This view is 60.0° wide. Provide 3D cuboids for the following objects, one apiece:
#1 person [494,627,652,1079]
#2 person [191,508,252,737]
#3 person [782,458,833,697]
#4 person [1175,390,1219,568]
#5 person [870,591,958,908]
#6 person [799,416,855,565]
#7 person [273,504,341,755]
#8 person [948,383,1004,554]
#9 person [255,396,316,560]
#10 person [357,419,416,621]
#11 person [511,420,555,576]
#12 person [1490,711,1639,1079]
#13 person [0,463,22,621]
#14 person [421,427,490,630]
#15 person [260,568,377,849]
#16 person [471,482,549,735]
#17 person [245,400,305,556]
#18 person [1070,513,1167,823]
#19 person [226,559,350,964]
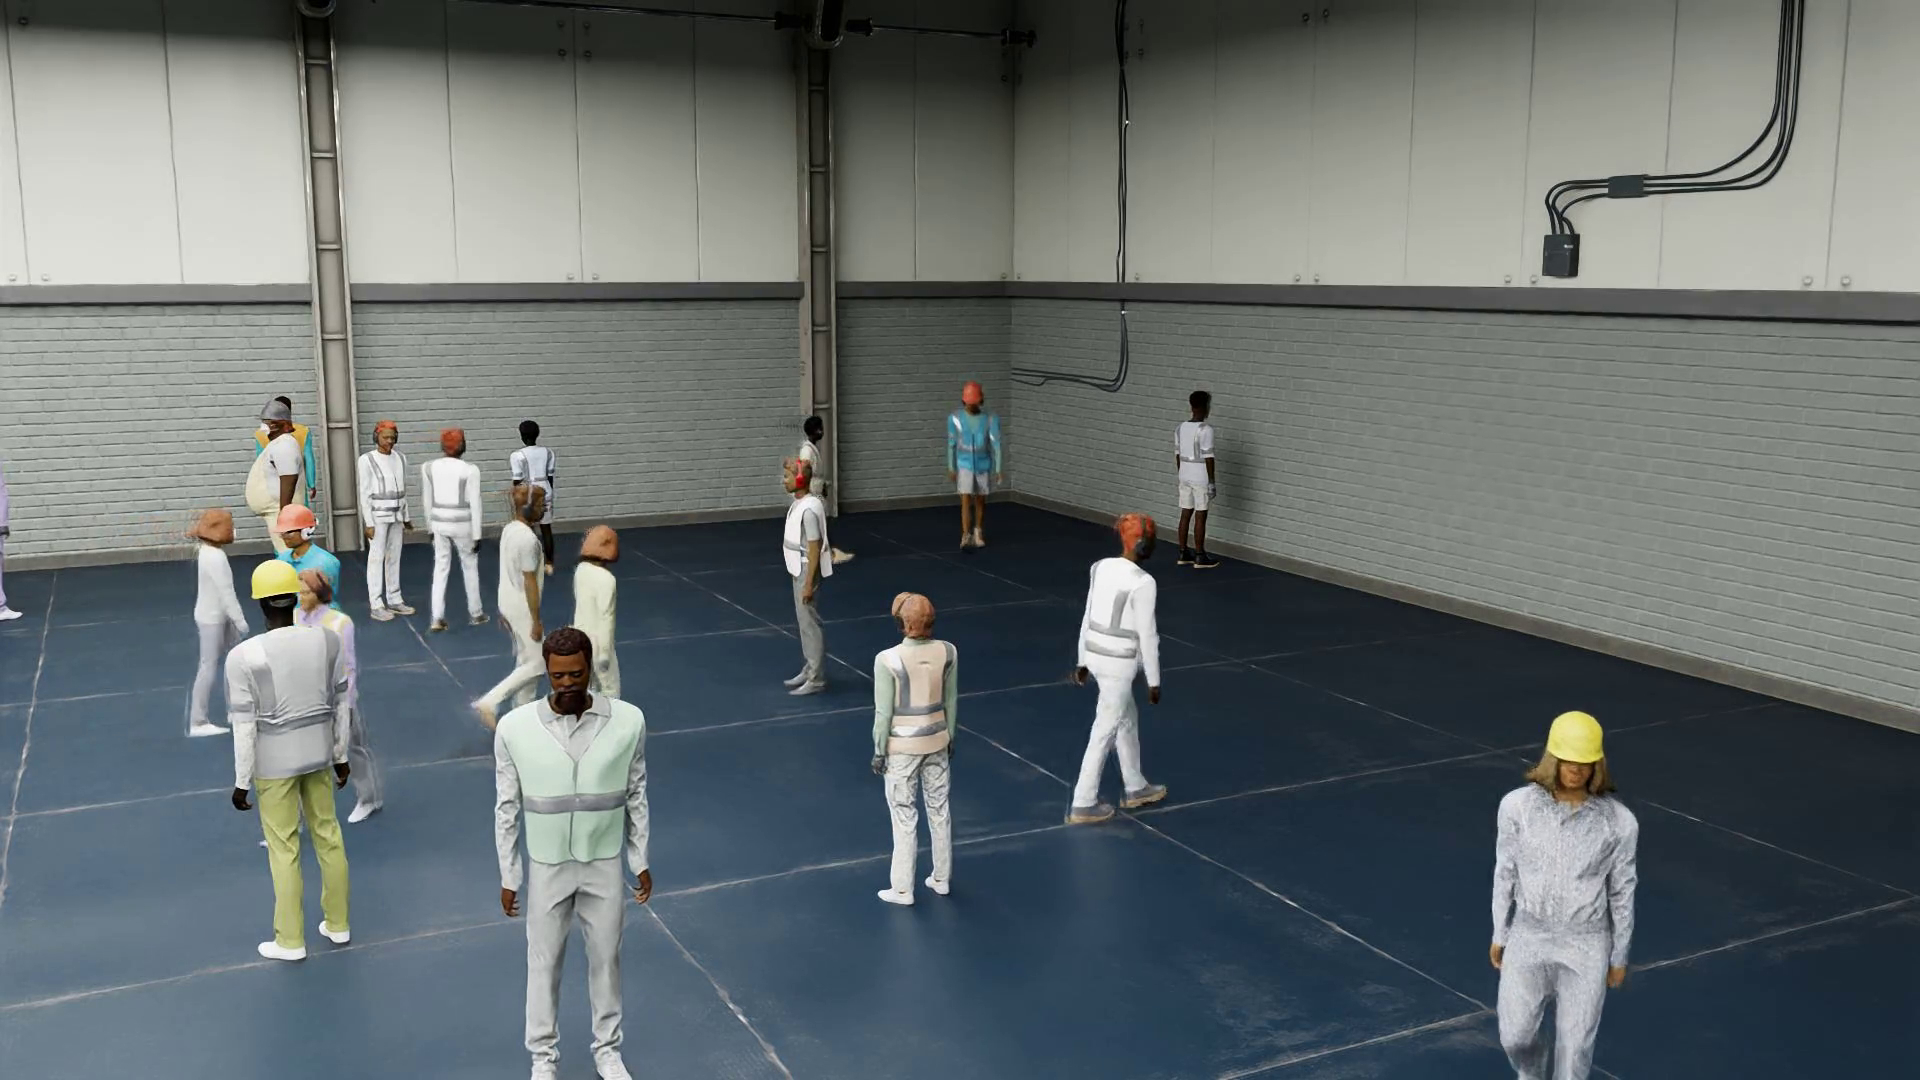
[{"bbox_3d":[-1.521,1.271,6.570,0.592,1.917,0.375,-3,10,-19],"label":"person"},{"bbox_3d":[-5.190,0.579,11.795,0.669,1.613,0.514,-5,10,-27],"label":"person"},{"bbox_3d":[-1.180,0.284,12.881,0.373,1.843,0.571,-2,9,-13],"label":"person"},{"bbox_3d":[2.628,-0.677,18.427,0.367,1.965,0.607,-6,11,-31],"label":"person"},{"bbox_3d":[-0.231,1.080,8.610,0.524,1.639,0.306,-7,11,-36],"label":"person"},{"bbox_3d":[-1.537,-0.542,18.498,0.820,1.656,0.557,0,9,3],"label":"person"},{"bbox_3d":[-4.363,0.624,11.105,0.568,1.747,0.344,5,11,30],"label":"person"},{"bbox_3d":[0.185,-0.836,19.359,0.643,1.969,1.060,0,9,1],"label":"person"},{"bbox_3d":[-7.355,-0.611,18.189,0.587,1.914,0.390,-3,10,-16],"label":"person"},{"bbox_3d":[-5.414,-0.196,15.712,0.355,1.886,0.572,4,10,24],"label":"person"},{"bbox_3d":[-4.556,-0.434,17.758,0.318,1.697,0.533,8,12,40],"label":"person"},{"bbox_3d":[2.184,1.448,6.037,0.493,1.734,0.428,4,10,24],"label":"person"},{"bbox_3d":[-9.179,-0.178,15.548,0.642,1.905,0.399,1,9,6],"label":"person"},{"bbox_3d":[-4.639,-0.102,15.223,0.599,1.883,0.588,1,9,7],"label":"person"},{"bbox_3d":[-3.694,0.942,9.616,0.531,1.579,0.882,3,10,15],"label":"person"},{"bbox_3d":[-3.103,0.509,11.548,0.552,1.827,0.569,-5,10,-26],"label":"person"},{"bbox_3d":[-6.597,-0.328,16.051,0.539,2.000,0.688,-4,10,-23],"label":"person"},{"bbox_3d":[1.011,0.758,9.948,0.855,1.843,0.591,-5,10,-26],"label":"person"},{"bbox_3d":[-3.196,1.047,7.934,0.382,1.923,0.593,7,12,38],"label":"person"}]
